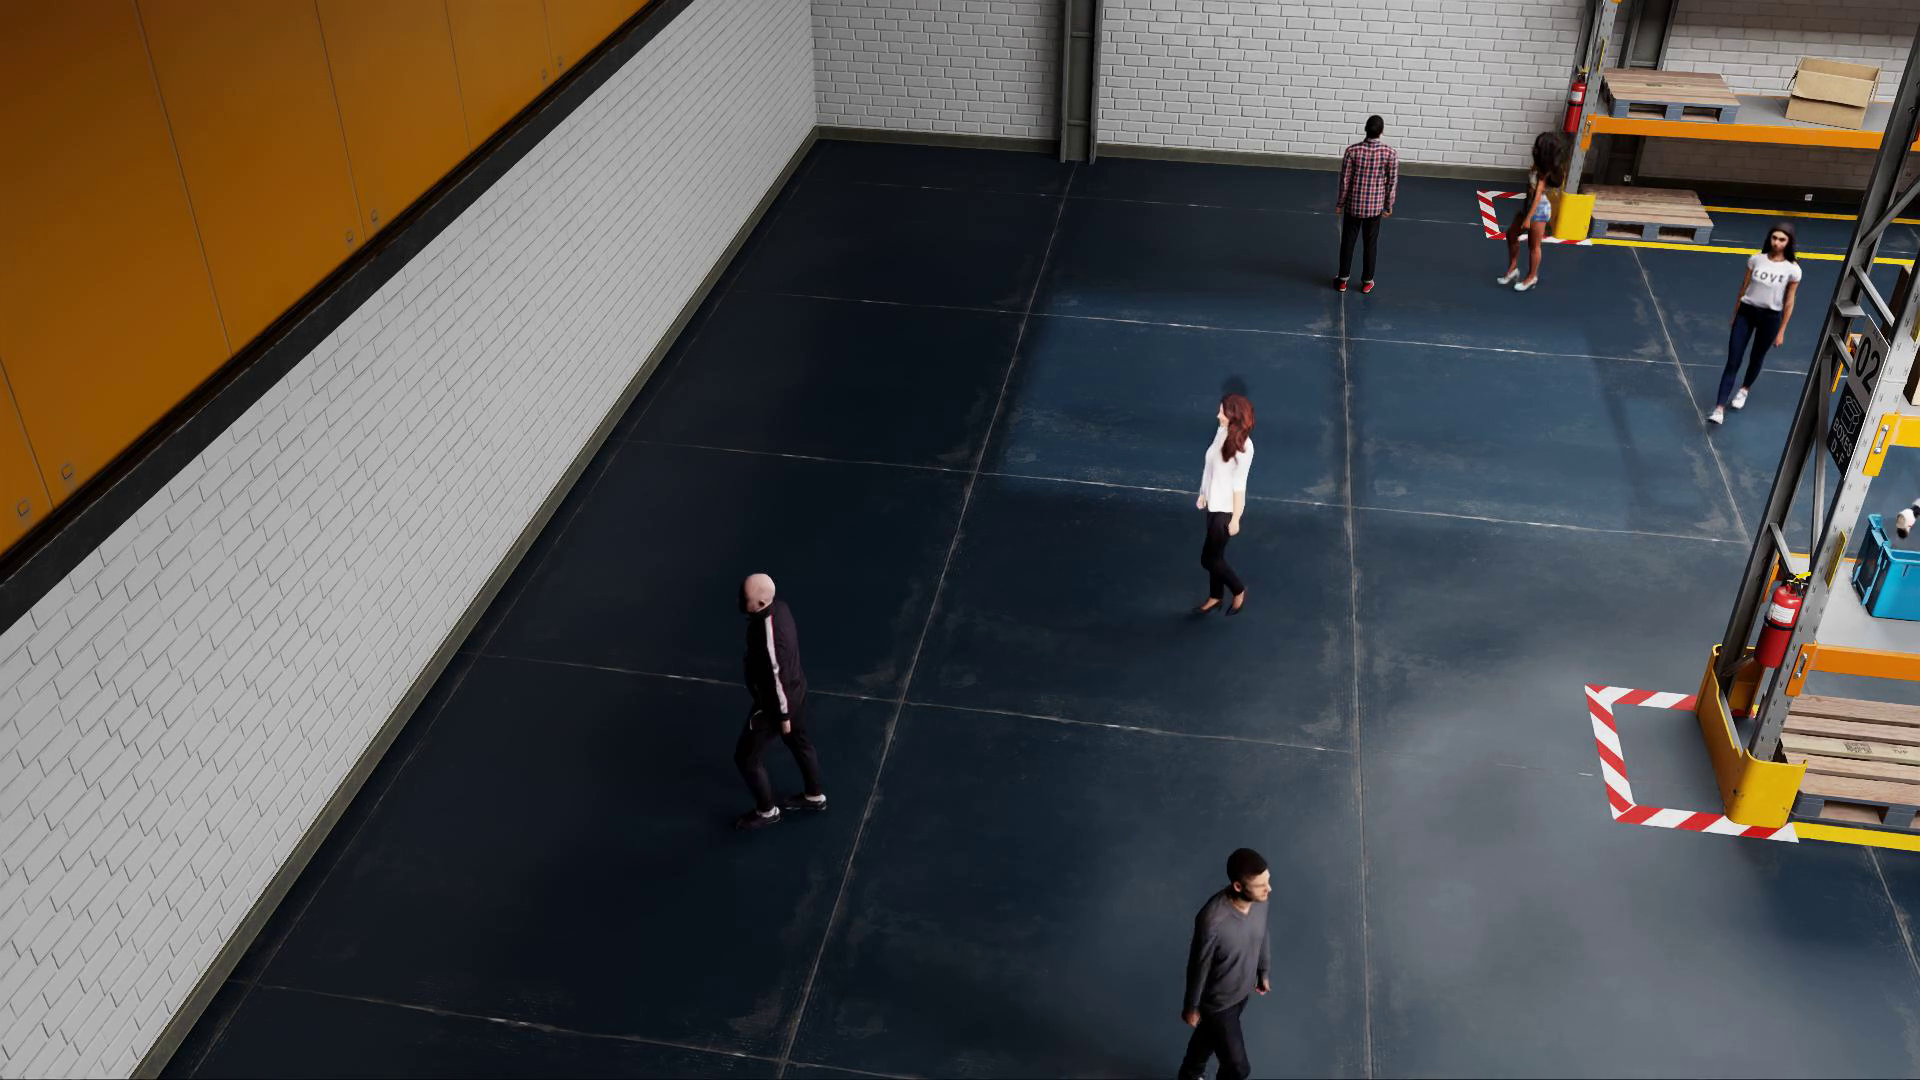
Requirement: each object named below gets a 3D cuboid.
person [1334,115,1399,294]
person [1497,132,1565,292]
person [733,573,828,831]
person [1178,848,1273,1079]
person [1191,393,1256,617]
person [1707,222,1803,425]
[{"bbox_3d":[3.895,-3.244,16.037,0.491,1.761,0.747,5,34,8],"label":"person"},{"bbox_3d":[5.605,-3.136,16.009,0.662,1.613,0.609,2,34,3],"label":"person"},{"bbox_3d":[-0.960,0.944,9.693,0.824,1.809,0.745,1,34,2],"label":"person"},{"bbox_3d":[1.199,2.114,7.992,0.926,1.744,0.836,26,41,33],"label":"person"},{"bbox_3d":[1.899,-0.217,11.462,0.755,1.785,0.719,-7,34,-11],"label":"person"},{"bbox_3d":[6.712,-1.829,13.937,1.136,1.730,1.008,22,39,29],"label":"person"}]
